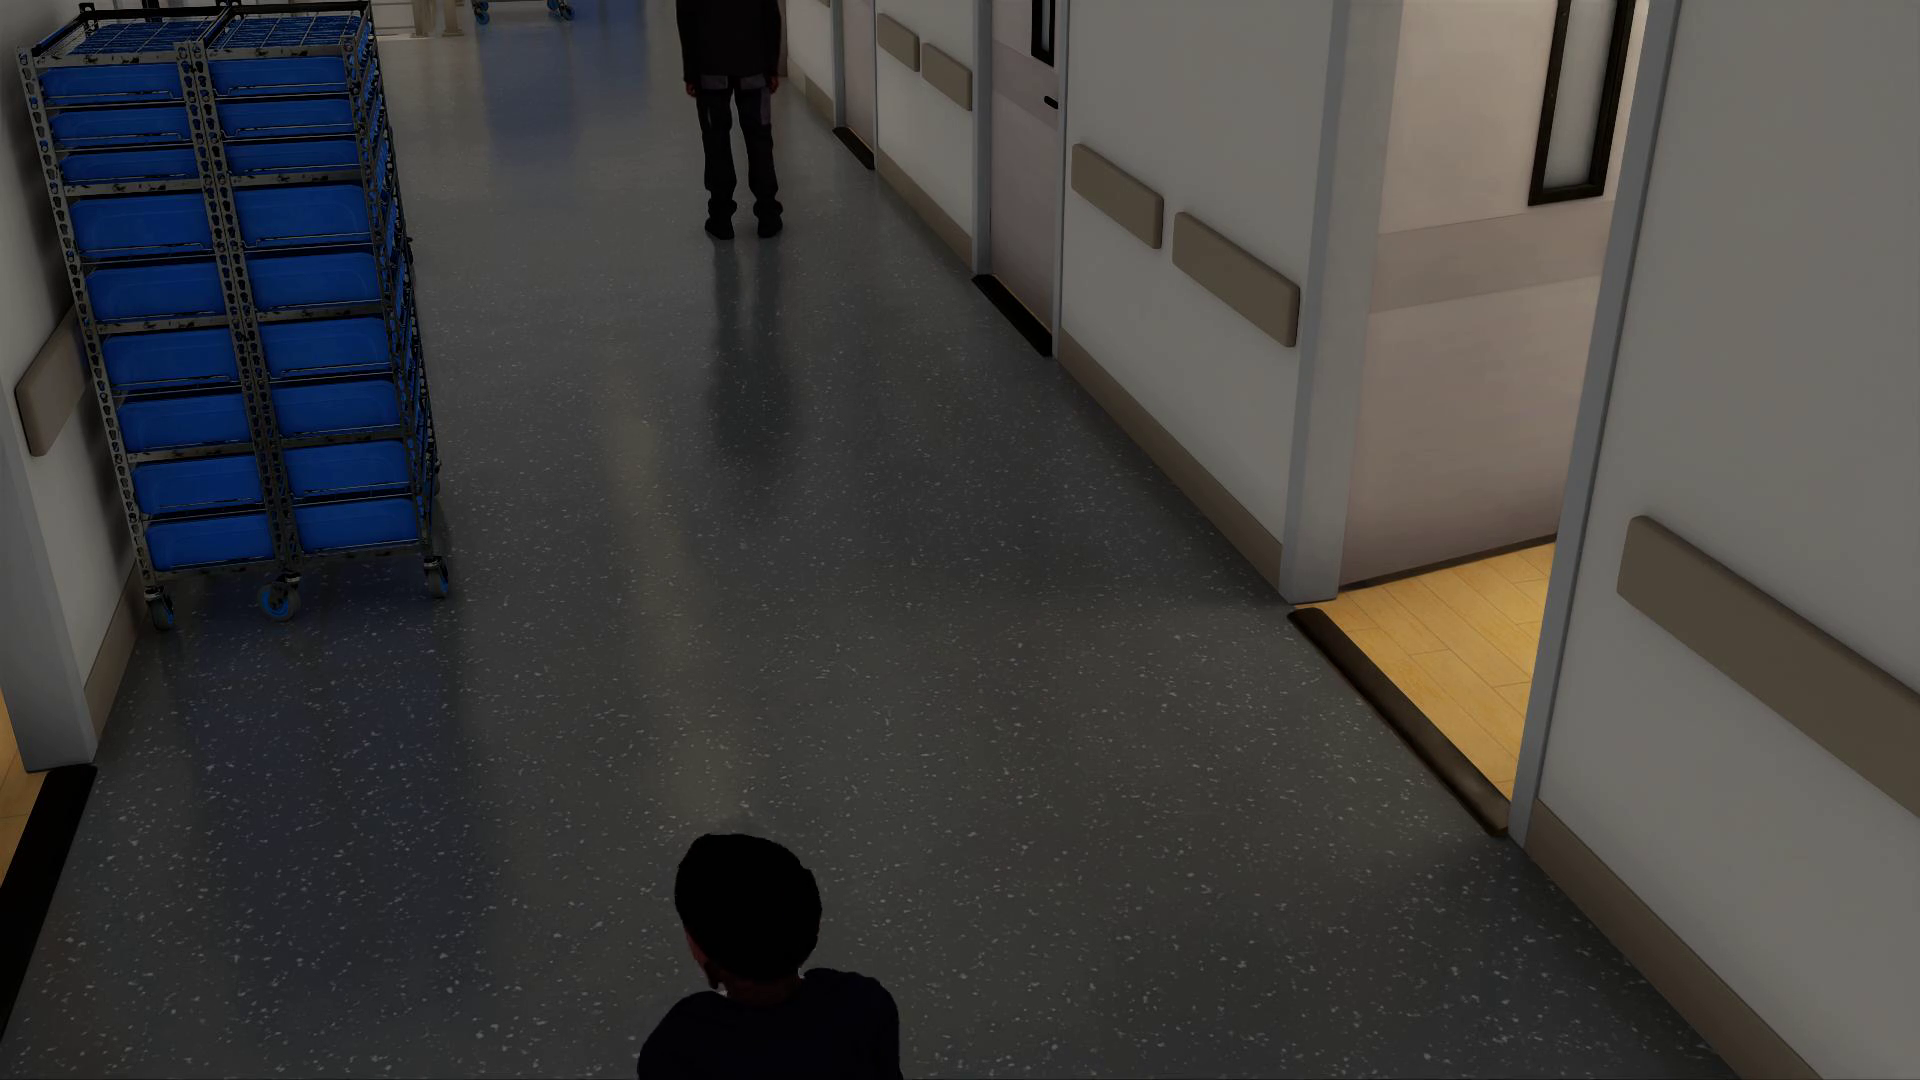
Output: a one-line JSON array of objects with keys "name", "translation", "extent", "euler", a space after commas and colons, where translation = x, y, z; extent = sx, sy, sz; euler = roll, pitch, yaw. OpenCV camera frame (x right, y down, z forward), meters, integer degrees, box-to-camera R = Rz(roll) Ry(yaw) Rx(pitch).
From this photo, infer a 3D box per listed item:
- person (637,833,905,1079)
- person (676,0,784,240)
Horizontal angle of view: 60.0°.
[{"name": "person", "translation": [-0.250, 0.932, 2.279], "extent": [0.538, 1.267, 0.534], "euler": [-6, 26, -13]}, {"name": "person", "translation": [-1.209, -2.514, 8.782], "extent": [0.721, 1.826, 0.625], "euler": [-3, 26, -7]}]
